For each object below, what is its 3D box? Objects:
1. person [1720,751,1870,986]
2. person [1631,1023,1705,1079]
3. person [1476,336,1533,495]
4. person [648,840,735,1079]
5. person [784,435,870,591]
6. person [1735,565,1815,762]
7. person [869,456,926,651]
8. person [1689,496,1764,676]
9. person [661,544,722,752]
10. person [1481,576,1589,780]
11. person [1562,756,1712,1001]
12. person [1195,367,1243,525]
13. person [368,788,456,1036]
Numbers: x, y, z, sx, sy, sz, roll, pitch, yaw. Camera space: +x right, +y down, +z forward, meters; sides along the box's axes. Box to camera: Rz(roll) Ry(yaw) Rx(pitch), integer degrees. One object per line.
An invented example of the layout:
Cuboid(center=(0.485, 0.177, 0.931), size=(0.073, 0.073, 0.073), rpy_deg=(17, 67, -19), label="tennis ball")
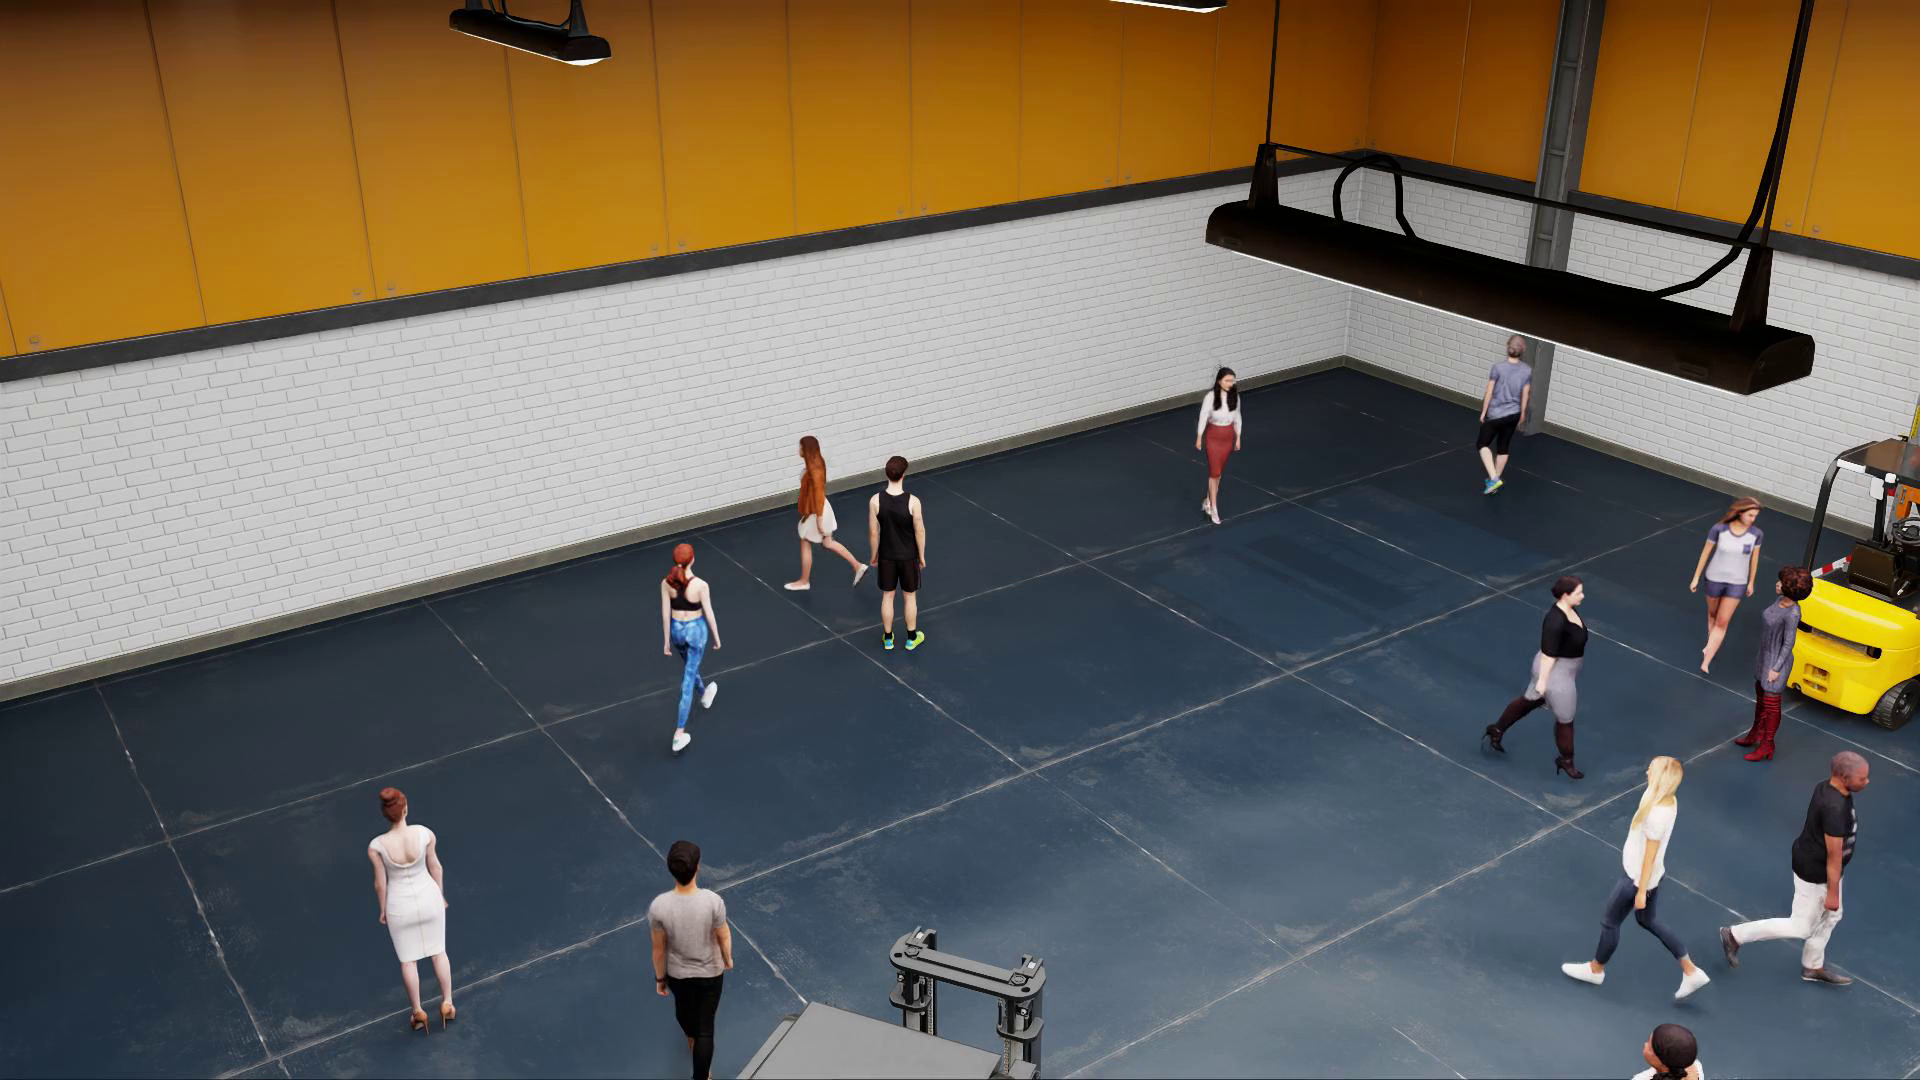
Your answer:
Cuboid(center=(5.503, 2.159, 10.863), size=(1.173, 1.774, 0.965), rpy_deg=(10, 26, 22), label="person")
Cuboid(center=(3.633, 3.217, 8.576), size=(1.017, 1.667, 0.852), rpy_deg=(14, 27, 30), label="person")
Cuboid(center=(6.158, -1.370, 18.812), size=(0.909, 1.874, 1.017), rpy_deg=(-2, 24, -5), label="person")
Cuboid(center=(-1.609, 2.620, 9.915), size=(0.965, 1.688, 1.082), rpy_deg=(2, 24, 4), label="person")
Cuboid(center=(-1.326, -0.248, 16.484), size=(1.098, 1.683, 1.096), rpy_deg=(2, 24, 5), label="person")
Cuboid(center=(6.665, 0.998, 13.599), size=(0.714, 1.711, 0.653), rpy_deg=(4, 24, 9), label="person")
Cuboid(center=(-0.574, 0.128, 15.362), size=(0.766, 1.892, 0.813), rpy_deg=(3, 24, 6), label="person")
Cuboid(center=(6.962, 0.367, 15.100), size=(1.123, 1.663, 1.020), rpy_deg=(14, 27, 29), label="person")
Cuboid(center=(-2.269, 0.917, 13.762), size=(1.153, 1.727, 1.182), rpy_deg=(5, 24, 11), label="person")
Cuboid(center=(4.676, 1.076, 13.402), size=(1.180, 1.724, 0.974), rpy_deg=(12, 26, 25), label="person")
Cuboid(center=(4.496, 2.215, 10.725), size=(1.197, 1.782, 0.906), rpy_deg=(14, 27, 29), label="person")
Cuboid(center=(2.823, -1.085, 18.340), size=(0.772, 1.728, 0.847), rpy_deg=(-5, 24, -12), label="person")
Cuboid(center=(-3.436, 2.325, 10.452), size=(0.611, 1.799, 0.542), rpy_deg=(-10, 25, -21), label="person")
